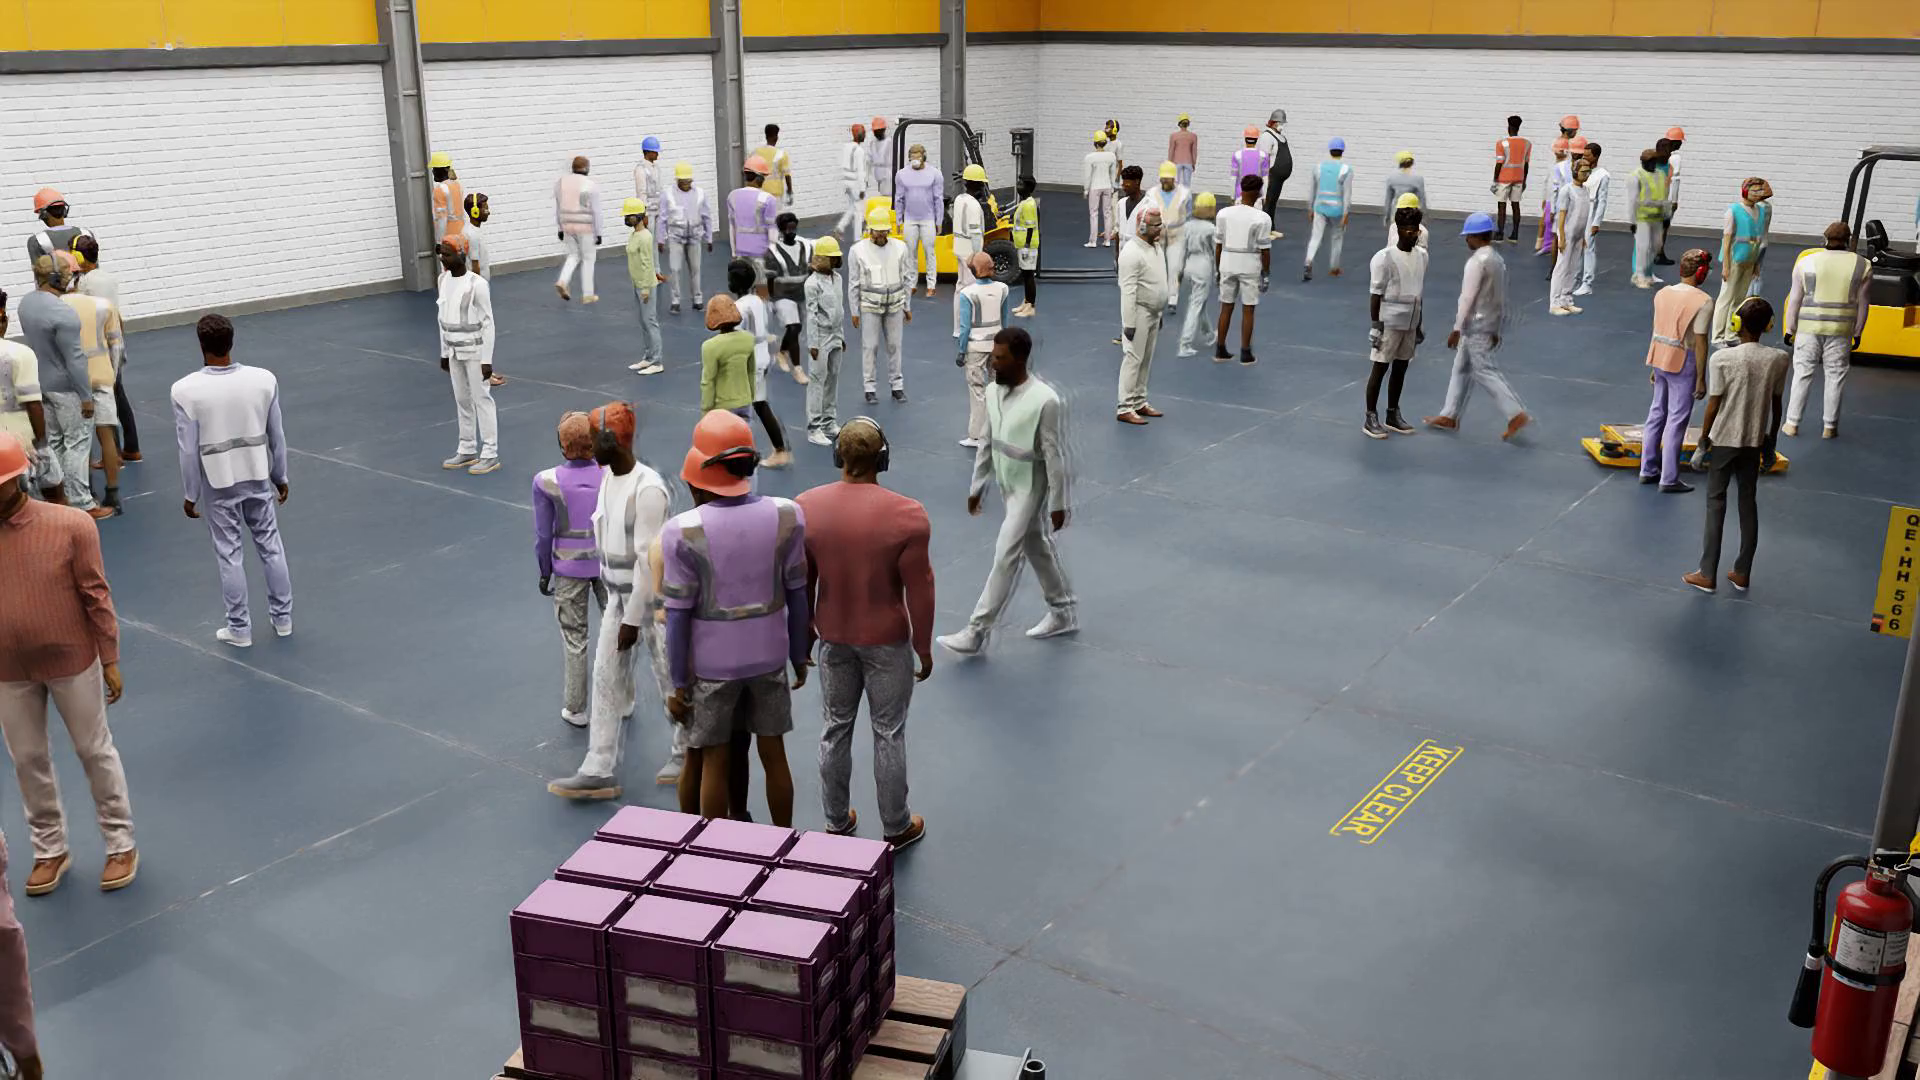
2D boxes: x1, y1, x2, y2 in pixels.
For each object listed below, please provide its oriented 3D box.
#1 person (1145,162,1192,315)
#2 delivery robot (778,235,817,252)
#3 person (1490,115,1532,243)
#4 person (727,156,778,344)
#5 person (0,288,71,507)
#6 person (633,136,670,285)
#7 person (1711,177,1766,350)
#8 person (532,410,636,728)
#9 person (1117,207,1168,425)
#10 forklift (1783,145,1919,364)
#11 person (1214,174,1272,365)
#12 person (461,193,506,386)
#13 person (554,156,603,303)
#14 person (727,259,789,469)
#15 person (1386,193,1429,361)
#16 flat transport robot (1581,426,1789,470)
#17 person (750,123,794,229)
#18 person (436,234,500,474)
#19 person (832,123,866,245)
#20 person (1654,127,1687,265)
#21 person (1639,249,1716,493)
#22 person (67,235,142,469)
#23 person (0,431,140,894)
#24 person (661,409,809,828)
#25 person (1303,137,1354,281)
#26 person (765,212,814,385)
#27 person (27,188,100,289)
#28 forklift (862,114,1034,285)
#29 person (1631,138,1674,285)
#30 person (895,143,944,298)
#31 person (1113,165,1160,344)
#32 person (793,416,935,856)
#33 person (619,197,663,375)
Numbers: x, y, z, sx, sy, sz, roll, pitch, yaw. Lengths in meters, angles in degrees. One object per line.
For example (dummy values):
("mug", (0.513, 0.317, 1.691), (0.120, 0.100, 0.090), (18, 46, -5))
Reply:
("person", (2.460, -3.606, 19.934), (0.624, 1.790, 0.875), (3, 18, 11))
("delivery robot", (-2.338, -4.080, 23.270), (0.707, 0.478, 0.477), (-9, 20, -26))
("person", (8.587, -5.630, 25.986), (0.613, 1.963, 0.362), (-4, 18, -13))
("person", (-2.226, -3.147, 18.120), (0.613, 2.032, 0.412), (9, 20, 27))
("person", (-6.003, -0.642, 10.501), (0.606, 1.912, 0.881), (1, 18, 5))
("person", (-4.092, -4.362, 22.066), (0.410, 1.939, 0.606), (3, 18, 11))
("person", (8.343, -2.955, 17.814), (0.567, 1.846, 0.389), (-10, 20, -29))
("person", (-1.880, 0.154, 8.422), (0.522, 1.640, 0.306), (-8, 19, -24))
("person", (1.628, -1.976, 14.677), (0.399, 1.900, 0.650), (10, 20, 27))
("forklift", (9.803, -2.879, 17.013), (2.313, 2.155, 1.214), (12, 21, 33))
("person", (2.896, -2.765, 17.064), (0.618, 1.950, 0.387), (11, 21, 31))
("person", (-4.651, -2.425, 16.137), (0.332, 1.864, 0.506), (-5, 19, -17))
("person", (-4.724, -3.828, 20.605), (0.656, 1.819, 0.547), (6, 19, 19))
("person", (-1.758, -1.390, 13.227), (0.881, 1.647, 0.552), (3, 18, 9))
("person", (4.575, -2.710, 17.214), (0.302, 1.745, 0.483), (-14, 22, -37))
("flat transport robot", (5.870, -0.763, 13.505), (1.431, 0.197, 0.652), (2, 18, 5))
("person", (-2.754, -5.112, 24.389), (0.643, 1.945, 0.542), (6, 19, 18))
("person", (-3.881, -1.457, 13.070), (0.574, 1.883, 0.360), (13, 22, 35))
("person", (-1.651, -5.459, 25.614), (0.493, 1.869, 0.602), (-9, 20, -25))
("person", (10.119, -4.922, 23.818), (0.362, 1.935, 0.553), (-4, 18, -12))
("person", (5.406, -1.271, 12.568), (0.394, 1.836, 0.559), (-5, 18, -16))
("person", (-6.833, -1.488, 13.220), (0.346, 1.856, 0.527), (2, 18, 6))
("person", (-3.755, 0.504, 6.777), (0.630, 1.980, 0.410), (-4, 18, -11))
("person", (-0.915, 0.468, 6.814), (0.611, 2.036, 0.408), (-8, 19, -23))
("person", (4.961, -4.452, 22.417), (0.627, 1.914, 0.918), (11, 21, 31))
("person", (-1.688, -2.413, 16.419), (0.528, 1.666, 0.834), (-13, 22, -35))
("person", (-7.979, -2.115, 14.883), (0.384, 2.035, 0.605), (10, 21, 30))
("forklift", (-0.171, -4.594, 22.377), (2.313, 2.155, 1.214), (1, 18, 3))
("person", (9.231, -4.376, 22.146), (0.593, 1.917, 0.392), (-13, 22, -34))
("person", (-0.514, -4.041, 21.082), (0.635, 1.931, 0.379), (4, 18, 11))
("person", (1.882, -3.063, 17.988), (0.388, 1.951, 0.615), (-14, 22, -37))
("person", (-0.407, 0.422, 7.102), (0.635, 1.937, 0.359), (5, 18, 15))
("person", (-3.206, -2.545, 16.678), (0.335, 1.759, 0.515), (-8, 19, -23))
